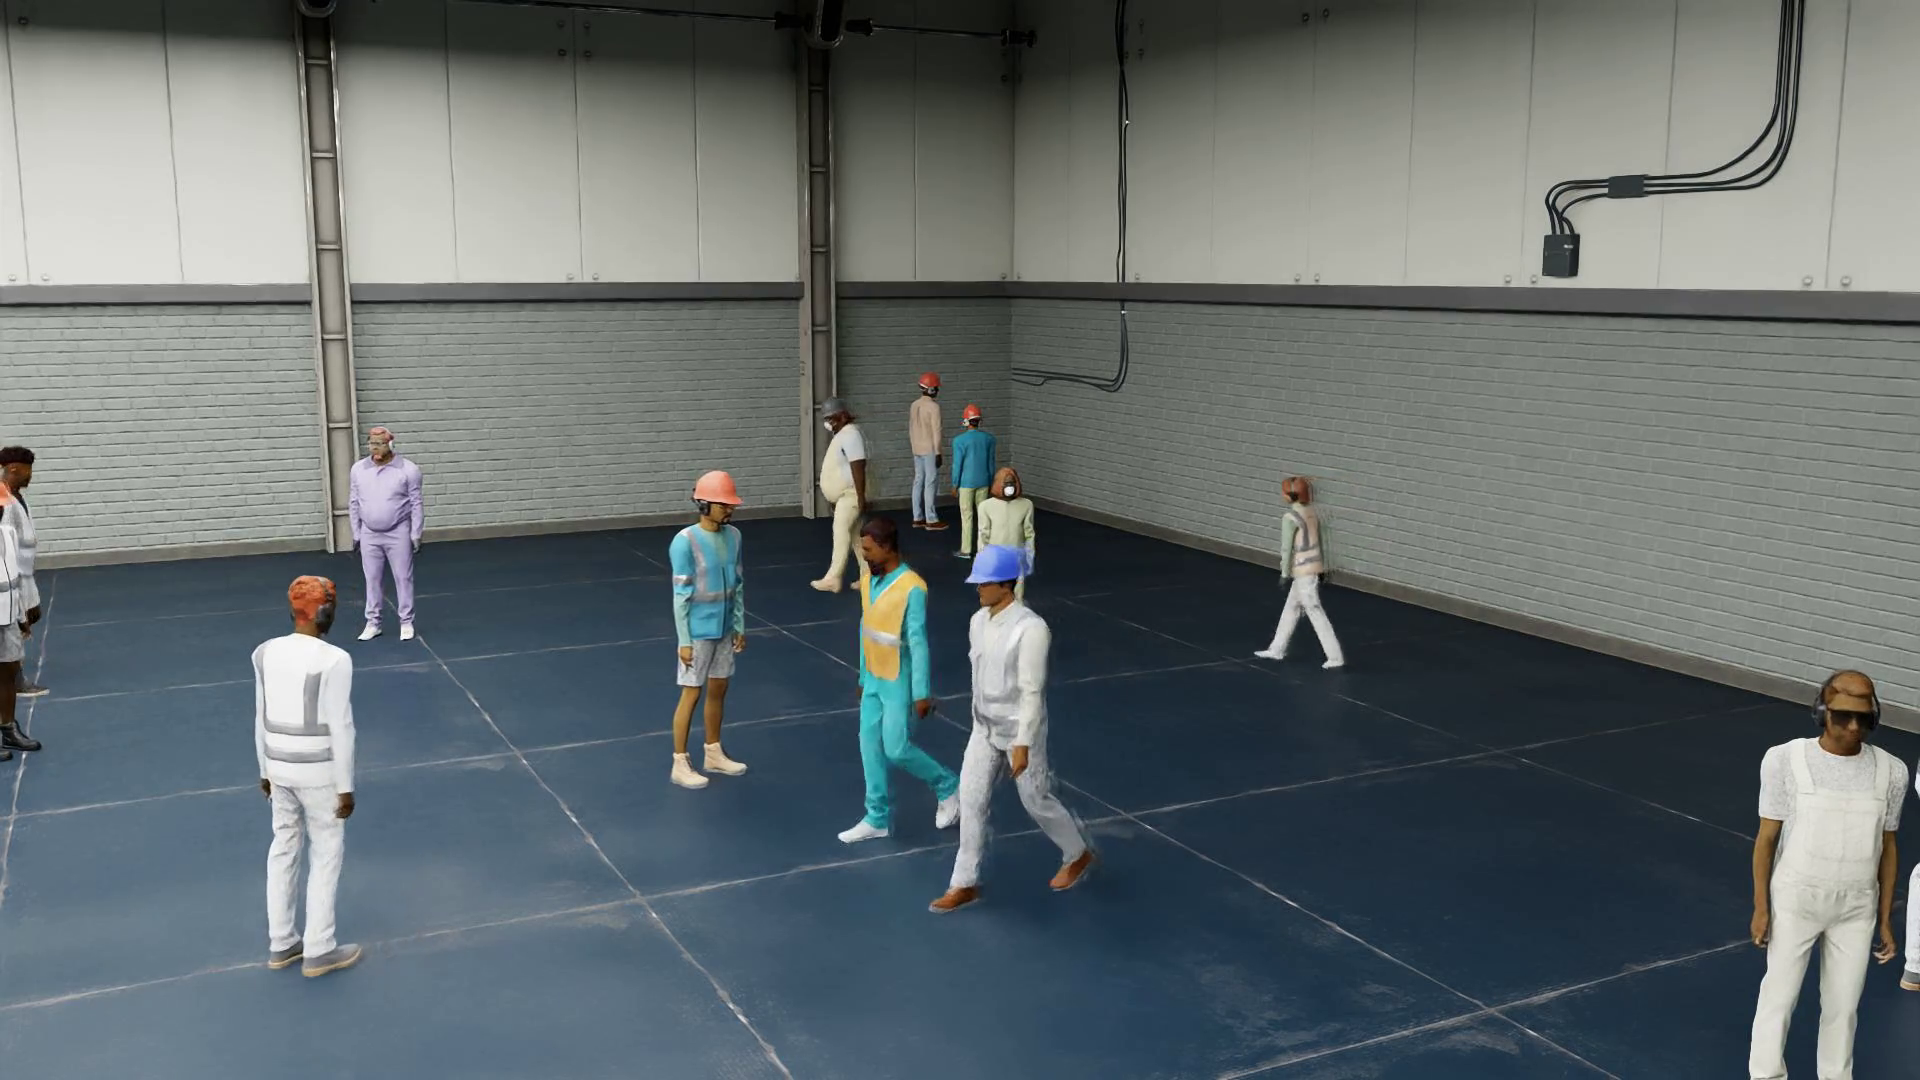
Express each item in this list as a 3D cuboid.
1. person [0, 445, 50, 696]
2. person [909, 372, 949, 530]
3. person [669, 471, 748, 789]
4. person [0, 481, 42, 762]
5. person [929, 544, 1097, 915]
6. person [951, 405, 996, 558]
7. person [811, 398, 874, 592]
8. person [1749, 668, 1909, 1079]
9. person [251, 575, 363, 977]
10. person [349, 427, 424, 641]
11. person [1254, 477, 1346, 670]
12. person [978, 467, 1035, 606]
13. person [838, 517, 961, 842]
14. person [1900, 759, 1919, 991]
[{"bbox_3d":[-7.397,0.247,12.835,0.547,1.942,0.750,-2,10,-14],"label":"person"},{"bbox_3d":[-0.406,-1.129,21.124,0.393,1.995,0.612,-6,11,-34],"label":"person"},{"bbox_3d":[-1.575,0.567,10.600,0.448,2.030,0.622,6,11,34],"label":"person"},{"bbox_3d":[-6.473,0.524,11.166,0.388,1.930,0.539,1,9,9],"label":"person"},{"bbox_3d":[0.305,0.952,8.584,0.942,1.913,0.605,-7,12,-39],"label":"person"},{"bbox_3d":[0.139,-0.671,19.045,0.569,1.751,0.329,-6,11,-33],"label":"person"},{"bbox_3d":[-1.218,-0.491,17.057,0.804,2.000,0.774,-2,9,-12],"label":"person"},{"bbox_3d":[3.203,1.375,6.161,0.506,1.846,0.346,2,9,11],"label":"person"},{"bbox_3d":[-3.062,1.096,7.822,0.609,1.871,0.390,4,10,23],"label":"person"},{"bbox_3d":[-5.091,-0.050,14.750,0.643,1.910,0.400,0,9,0],"label":"person"},{"bbox_3d":[2.864,0.271,13.733,0.806,1.590,0.517,5,11,30],"label":"person"},{"bbox_3d":[0.396,0.184,14.176,0.501,1.627,0.283,-2,10,-15],"label":"person"},{"bbox_3d":[-0.370,0.793,9.593,0.665,1.888,0.601,-6,11,-31],"label":"person"},{"bbox_3d":[4.441,1.160,7.369,0.361,1.883,0.574,2,9,13],"label":"person"}]
